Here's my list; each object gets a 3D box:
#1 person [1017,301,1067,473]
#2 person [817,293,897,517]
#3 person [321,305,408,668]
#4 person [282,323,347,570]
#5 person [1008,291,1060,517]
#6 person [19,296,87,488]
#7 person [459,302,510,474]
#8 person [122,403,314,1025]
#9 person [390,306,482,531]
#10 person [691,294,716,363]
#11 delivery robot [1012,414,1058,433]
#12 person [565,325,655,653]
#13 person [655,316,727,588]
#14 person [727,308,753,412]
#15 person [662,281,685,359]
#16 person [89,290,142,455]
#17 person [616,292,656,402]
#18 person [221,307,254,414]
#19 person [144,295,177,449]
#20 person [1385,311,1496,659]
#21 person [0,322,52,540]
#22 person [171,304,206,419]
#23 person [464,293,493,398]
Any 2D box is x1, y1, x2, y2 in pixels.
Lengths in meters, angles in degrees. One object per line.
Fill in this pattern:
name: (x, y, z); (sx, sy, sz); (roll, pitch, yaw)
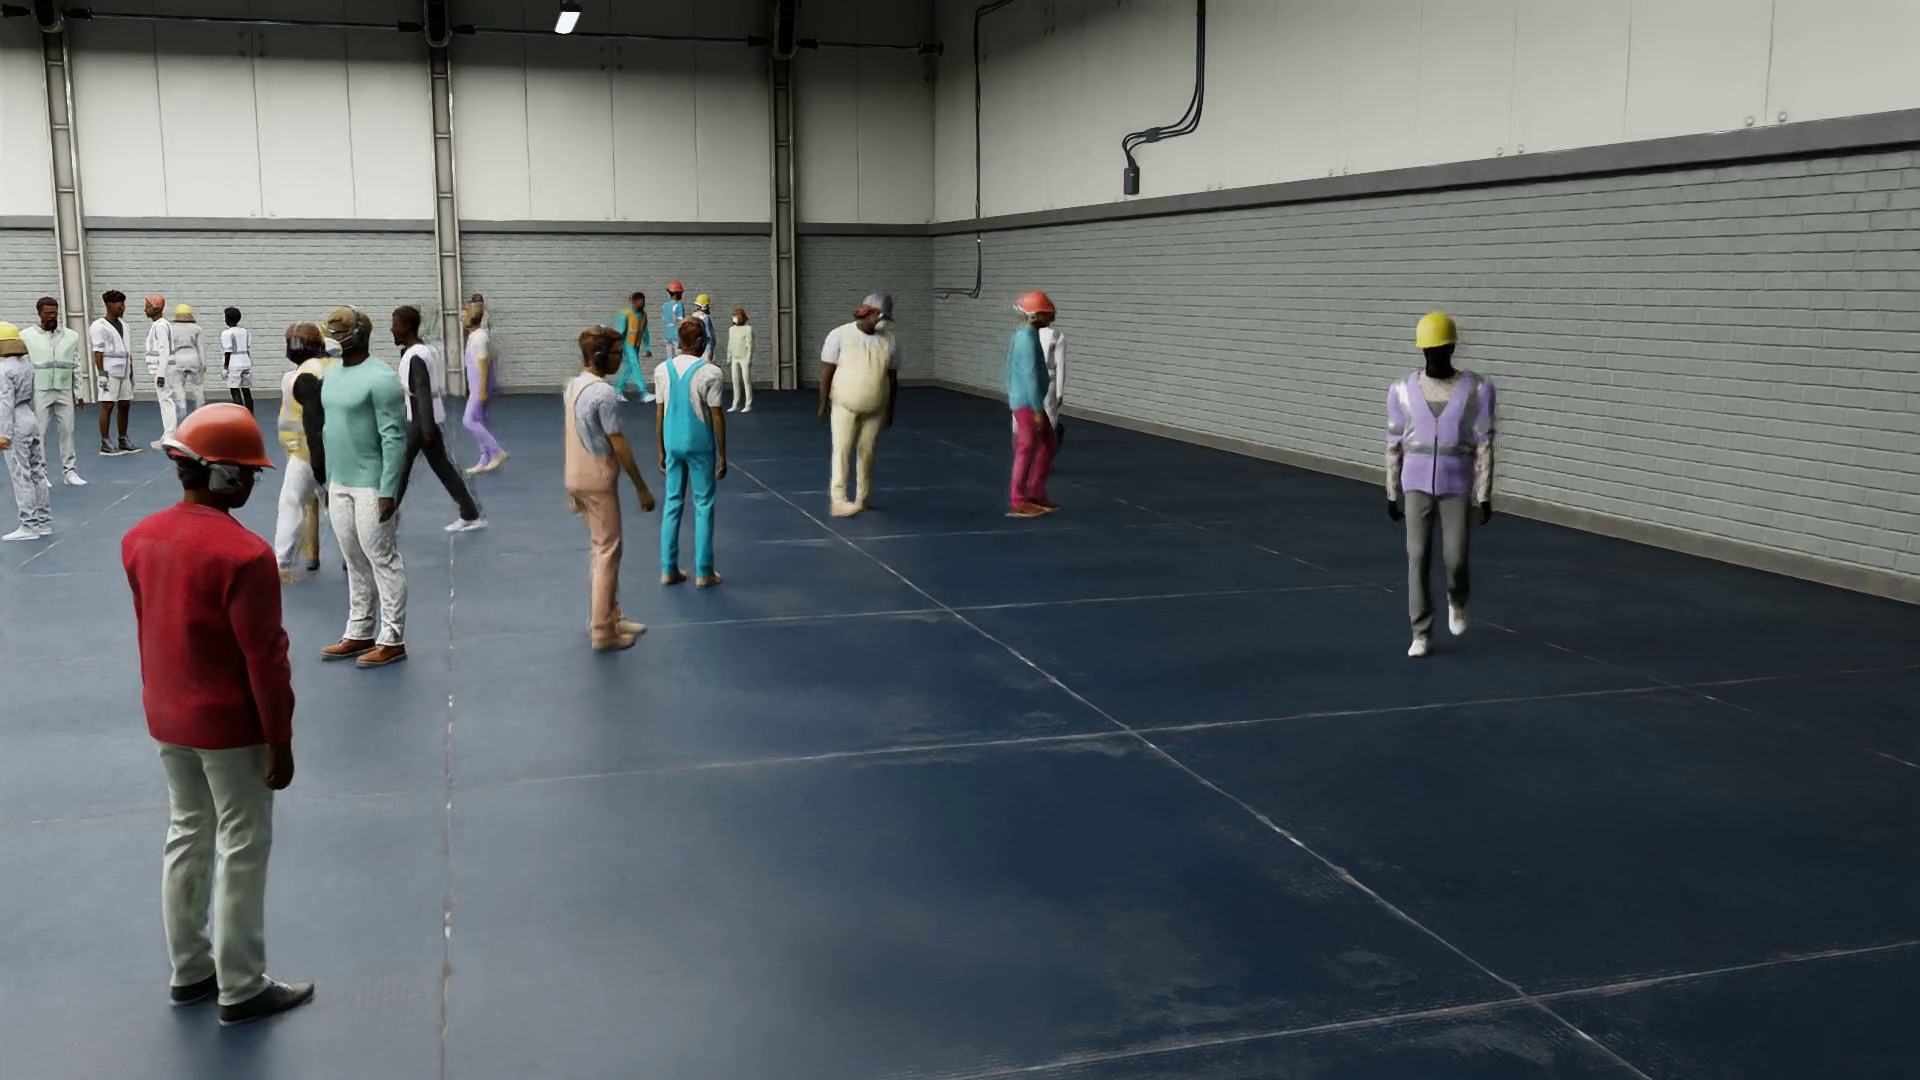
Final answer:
person: (0.838, -1.604, 17.618); (0.585, 1.868, 0.737); (3, 10, 20)
person: (-0.880, -1.236, 14.691); (0.748, 2.000, 0.693); (-3, 9, -18)
person: (-3.220, -0.286, 8.959); (0.633, 1.939, 0.356); (7, 11, 38)
person: (-4.545, -0.659, 11.891); (0.522, 1.768, 0.312); (-1, 9, -6)
person: (0.696, -1.175, 14.511); (0.611, 1.971, 0.648); (1, 9, 4)
person: (-9.095, -1.474, 16.651); (0.396, 1.910, 0.586); (7, 12, 39)
person: (-5.118, -1.595, 17.644); (0.397, 1.835, 0.502); (-3, 9, -18)
person: (-2.060, 0.486, 4.673); (0.574, 1.738, 0.352); (5, 10, 28)
person: (-4.416, -0.961, 13.513); (1.030, 1.867, 0.606); (-2, 9, -15)
person: (-4.276, -3.184, 27.780); (0.404, 1.831, 0.600); (-6, 11, -35)
delivery robot: (0.933, -1.487, 20.721); (0.477, 0.478, 0.707); (5, 10, 29)
person: (-1.986, -0.286, 9.325); (0.445, 1.825, 0.562); (-5, 10, -31)
person: (-1.813, -0.586, 11.217); (0.521, 1.833, 0.339); (3, 9, 19)
person: (-3.453, -2.815, 26.073); (0.501, 1.632, 0.307); (6, 11, 34)
person: (-5.050, -3.580, 29.640); (0.371, 2.044, 0.607); (-9, 12, -44)
person: (-10.028, -1.985, 19.748); (0.376, 1.958, 0.611); (2, 9, 11)
person: (-5.531, -3.263, 28.194); (1.014, 1.857, 0.600); (4, 10, 26)
person: (-10.017, -2.371, 23.025); (0.320, 1.697, 0.531); (2, 9, 13)
person: (-9.820, -2.058, 20.436); (0.349, 1.882, 0.584); (-5, 10, -27)
person: (2.657, -0.313, 9.219); (0.598, 1.907, 0.563); (4, 10, 24)
person: (-7.562, -0.871, 13.316); (0.325, 1.740, 0.492); (-1, 9, -4)
person: (-11.308, -2.585, 24.334); (0.526, 1.720, 0.513); (-4, 10, -22)
person: (-8.423, -3.389, 29.097); (0.341, 1.839, 0.501); (9, 12, 44)
